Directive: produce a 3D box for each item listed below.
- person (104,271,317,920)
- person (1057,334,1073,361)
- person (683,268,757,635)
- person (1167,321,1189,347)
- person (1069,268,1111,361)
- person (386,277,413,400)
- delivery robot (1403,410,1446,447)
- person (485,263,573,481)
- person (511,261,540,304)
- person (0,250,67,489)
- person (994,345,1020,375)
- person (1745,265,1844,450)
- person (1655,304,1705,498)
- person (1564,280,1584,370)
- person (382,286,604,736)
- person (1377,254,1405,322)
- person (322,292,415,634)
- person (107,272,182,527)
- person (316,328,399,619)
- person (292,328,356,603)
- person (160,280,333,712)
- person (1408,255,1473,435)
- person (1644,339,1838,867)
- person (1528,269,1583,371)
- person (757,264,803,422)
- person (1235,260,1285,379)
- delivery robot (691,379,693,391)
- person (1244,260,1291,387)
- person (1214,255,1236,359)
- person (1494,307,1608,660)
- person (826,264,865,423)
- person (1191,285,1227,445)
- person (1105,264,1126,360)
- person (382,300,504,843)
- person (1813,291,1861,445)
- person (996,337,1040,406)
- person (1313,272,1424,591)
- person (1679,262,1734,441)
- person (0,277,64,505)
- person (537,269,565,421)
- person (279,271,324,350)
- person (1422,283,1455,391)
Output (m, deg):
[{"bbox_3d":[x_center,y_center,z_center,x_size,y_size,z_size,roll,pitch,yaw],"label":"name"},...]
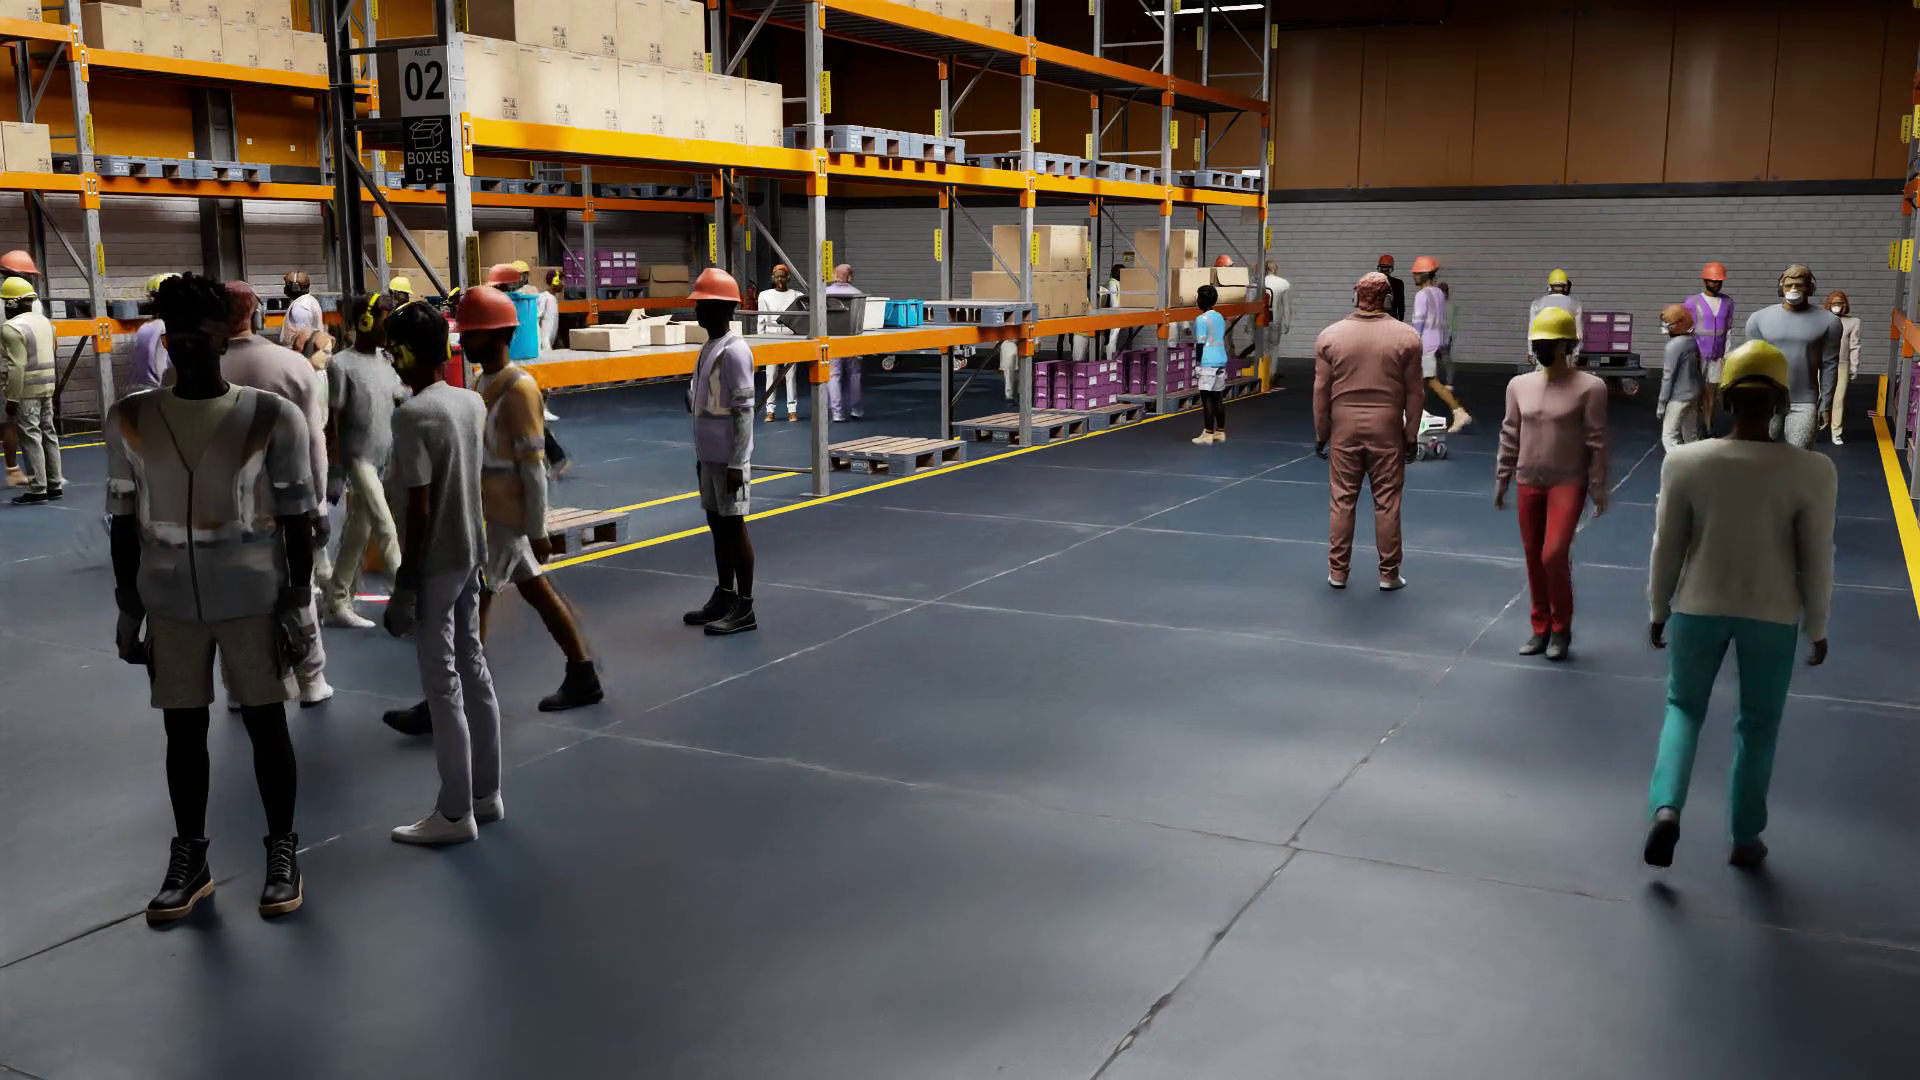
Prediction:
[{"bbox_3d":[-2.269,0.178,5.060,0.607,1.966,0.366,-1,10,-7],"label":"person"},{"bbox_3d":[1.885,-3.956,29.077,0.543,1.938,0.357,3,10,18],"label":"person"},{"bbox_3d":[-1.284,-0.468,8.869,0.341,1.942,0.552,-5,11,-28],"label":"person"},{"bbox_3d":[3.197,-3.242,25.115,0.376,1.879,0.591,-4,11,-24],"label":"person"},{"bbox_3d":[1.788,-2.852,22.993,0.625,1.836,0.429,-1,10,-6],"label":"person"},{"bbox_3d":[-6.119,-1.995,18.230,0.316,1.765,0.523,-2,10,-11],"label":"person"},{"bbox_3d":[4.479,-1.138,16.491,0.477,0.478,0.707,-5,11,-27],"label":"delivery robot"},{"bbox_3d":[-3.813,-1.432,14.479,1.030,1.943,0.592,-9,13,-42],"label":"person"},{"bbox_3d":[-5.623,-2.645,21.537,0.382,1.920,0.585,1,10,7],"label":"person"},{"bbox_3d":[-8.010,-1.446,14.242,0.615,2.040,0.390,4,10,20],"label":"person"},{"bbox_3d":[0.787,-3.691,27.538,0.627,1.941,0.370,-6,11,-29],"label":"person"},{"bbox_3d":[5.840,-0.963,11.749,0.631,1.940,0.372,5,11,27],"label":"person"},{"bbox_3d":[5.991,-1.150,13.784,0.655,1.607,0.346,-8,13,-39],"label":"person"},{"bbox_3d":[7.611,-2.458,21.090,0.538,1.698,0.320,2,10,10],"label":"person"},{"bbox_3d":[-1.977,-0.132,7.095,0.997,1.887,0.545,-6,11,-30],"label":"person"},{"bbox_3d":[6.462,-3.342,25.356,0.611,1.995,0.380,4,10,20],"label":"person"},{"bbox_3d":[-3.054,-0.389,8.793,0.933,1.813,0.498,2,10,11],"label":"person"},{"bbox_3d":[-5.305,-0.812,11.000,0.610,1.900,0.710,8,13,39],"label":"person"},{"bbox_3d":[-3.251,-0.339,9.064,0.763,1.605,0.535,-8,13,-39],"label":"person"},{"bbox_3d":[-3.808,-0.446,9.777,0.866,1.584,0.516,6,11,31],"label":"person"},{"bbox_3d":[-3.122,-0.181,7.319,0.663,1.906,0.407,-3,10,-15],"label":"person"},{"bbox_3d":[5.315,-2.185,18.663,1.014,2.007,0.625,7,12,34],"label":"person"},{"bbox_3d":[2.493,0.237,5.340,0.542,1.754,0.626,7,12,34],"label":"person"},{"bbox_3d":[6.893,-2.212,19.283,0.602,1.829,0.404,4,10,20],"label":"person"},{"bbox_3d":[-2.140,-2.351,19.945,0.576,1.882,0.355,-1,10,-7],"label":"person"},{"bbox_3d":[4.777,-3.540,26.744,0.849,1.913,0.544,1,10,8],"label":"person"},{"bbox_3d":[-3.170,-1.917,20.997,0.477,0.478,0.707,-4,10,-21],"label":"delivery robot"},{"bbox_3d":[4.676,-3.302,25.370,0.662,1.899,0.807,-1,10,-4],"label":"person"},{"bbox_3d":[4.116,-3.437,25.911,0.396,1.990,0.621,4,11,22],"label":"person"},{"bbox_3d":[2.910,-0.269,8.248,0.462,1.754,0.549,-9,13,-43],"label":"person"},{"bbox_3d":[-1.390,-2.368,20.040,0.643,1.880,0.800,1,10,7],"label":"person"},{"bbox_3d":[2.644,-1.850,17.618,0.327,1.687,0.536,7,12,36],"label":"person"},{"bbox_3d":[2.629,-3.708,27.942,0.430,1.837,0.619,2,10,13],"label":"person"},{"bbox_3d":[-1.798,0.118,5.717,0.327,1.862,0.519,2,10,13],"label":"person"},{"bbox_3d":[9.225,-1.817,17.600,0.508,1.626,0.279,4,10,20],"label":"person"},{"bbox_3d":[0.762,-2.696,22.164,0.600,1.836,0.537,0,10,0],"label":"person"},{"bbox_3d":[2.449,-0.645,10.001,0.643,1.908,0.399,3,10,19],"label":"person"},{"bbox_3d":[8.003,-2.001,17.804,0.548,1.929,0.411,-1,10,-6],"label":"person"},{"bbox_3d":[-7.511,-1.196,13.397,0.404,1.830,0.601,0,10,0],"label":"person"},{"bbox_3d":[-5.014,-2.363,20.179,0.504,1.823,0.566,0,10,1],"label":"person"},{"bbox_3d":[-6.666,-1.802,16.886,0.430,1.845,0.624,-2,10,-11],"label":"person"},{"bbox_3d":[6.908,-2.935,24.154,0.846,1.582,0.537,-6,11,-31],"label":"person"}]
